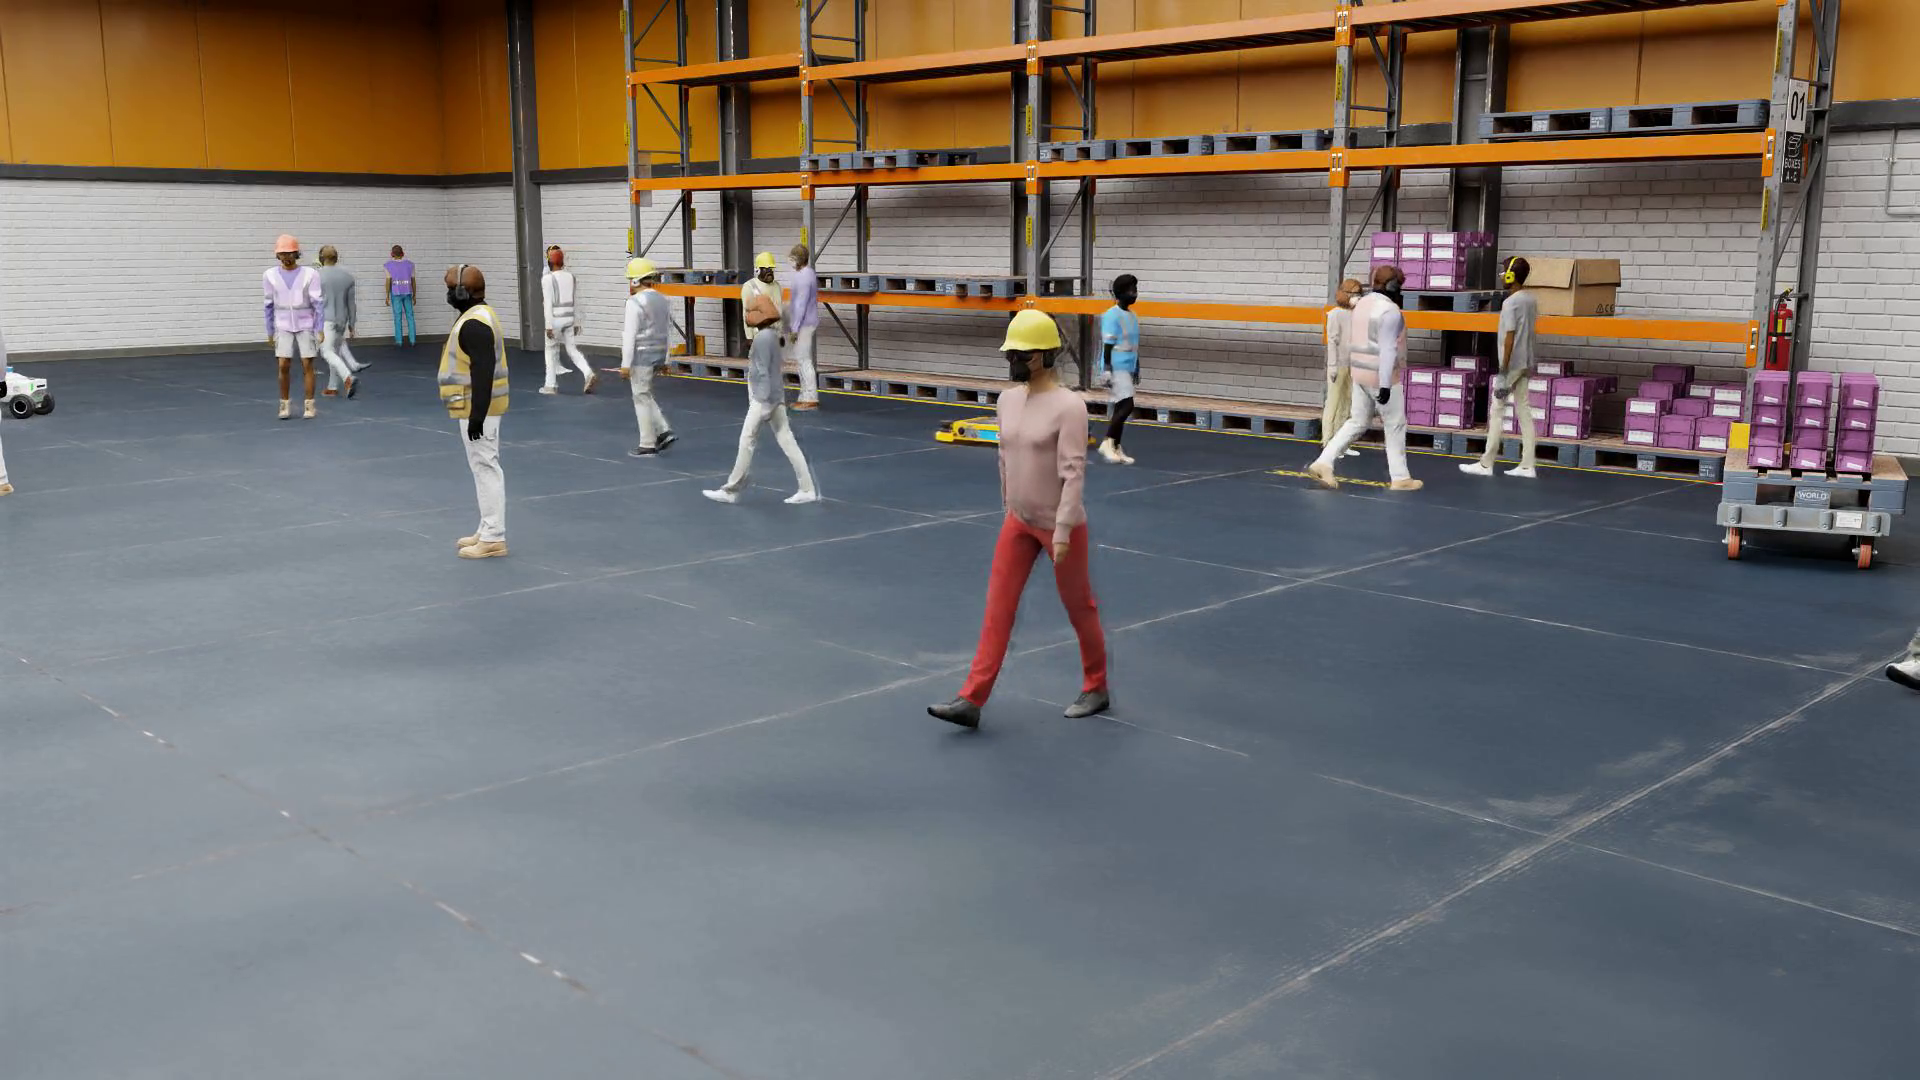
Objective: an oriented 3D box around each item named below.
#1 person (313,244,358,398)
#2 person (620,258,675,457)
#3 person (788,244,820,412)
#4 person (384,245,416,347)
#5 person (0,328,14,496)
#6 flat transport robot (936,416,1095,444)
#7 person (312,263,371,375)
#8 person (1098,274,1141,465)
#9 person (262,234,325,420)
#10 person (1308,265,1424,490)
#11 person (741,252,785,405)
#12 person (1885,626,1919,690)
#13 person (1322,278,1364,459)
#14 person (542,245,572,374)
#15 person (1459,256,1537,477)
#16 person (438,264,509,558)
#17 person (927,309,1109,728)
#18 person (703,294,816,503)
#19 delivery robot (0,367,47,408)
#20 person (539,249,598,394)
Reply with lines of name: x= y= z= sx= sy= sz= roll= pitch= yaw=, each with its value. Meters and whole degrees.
person: x=-7.751 y=-2.703 z=20.638 sx=0.866 sy=1.917 sz=0.630 roll=8 pitch=13 yaw=36
person: x=-2.885 y=-1.650 z=15.154 sx=0.423 sy=1.819 sz=0.598 roll=3 pitch=11 yaw=17
person: x=-1.800 y=-2.442 z=19.204 sx=0.410 sy=1.918 sz=0.678 roll=0 pitch=10 yaw=-1
person: x=-10.161 y=-4.428 z=30.243 sx=0.564 sy=1.837 sz=0.388 roll=-8 pitch=13 yaw=-37
person: x=-7.696 y=-1.239 z=12.842 sx=0.624 sy=1.845 sz=0.430 roll=-4 pitch=11 yaw=-22
flat transport robot: x=0.530 y=-1.041 z=16.052 sx=1.431 sy=0.197 sz=0.652 roll=7 pitch=13 yaw=35
person: x=-9.101 y=-3.249 z=24.132 sx=0.915 sy=1.712 sz=0.551 roll=-2 pitch=11 yaw=-13
person: x=1.431 y=-1.488 z=14.612 sx=0.370 sy=1.682 sz=0.553 roll=6 pitch=12 yaw=28
person: x=-7.318 y=-2.333 z=18.307 sx=0.637 sy=2.035 sz=0.430 roll=-2 pitch=11 yaw=-12
person: x=3.242 y=-1.275 z=13.164 sx=0.885 sy=1.804 sz=0.640 roll=-3 pitch=11 yaw=-15
person: x=-2.221 y=-2.368 z=19.021 sx=0.403 sy=1.831 sz=0.596 roll=8 pitch=13 yaw=38
person: x=4.514 y=-0.245 z=7.309 sx=0.972 sy=1.875 sz=0.611 roll=-7 pitch=13 yaw=-35
person: x=3.513 y=-1.565 z=15.190 sx=0.283 sy=1.633 sz=0.498 roll=10 pitch=14 yaw=44
person: x=-5.916 y=-3.370 z=24.389 sx=0.329 sy=1.872 sz=0.511 roll=1 pitch=10 yaw=8
person: x=4.583 y=-1.434 z=13.946 sx=0.555 sy=1.859 sz=0.512 roll=-10 pitch=14 yaw=-42
person: x=-3.064 y=-0.809 z=10.508 sx=0.430 sy=1.840 sz=0.626 roll=-3 pitch=11 yaw=-14
person: x=0.291 y=-0.070 z=6.796 sx=0.904 sy=1.718 sz=0.565 roll=-9 pitch=14 yaw=-41
person: x=-1.488 y=-1.051 z=12.509 sx=0.872 sy=1.579 sz=0.522 roll=2 pitch=11 yaw=9
delivery robot: x=-10.596 y=-1.686 z=18.538 sx=0.707 sy=0.478 sz=0.477 roll=0 pitch=10 yaw=-1
person: x=-5.027 y=-2.769 z=21.166 sx=0.858 sy=1.860 sz=0.583 roll=7 pitch=12 yaw=33
